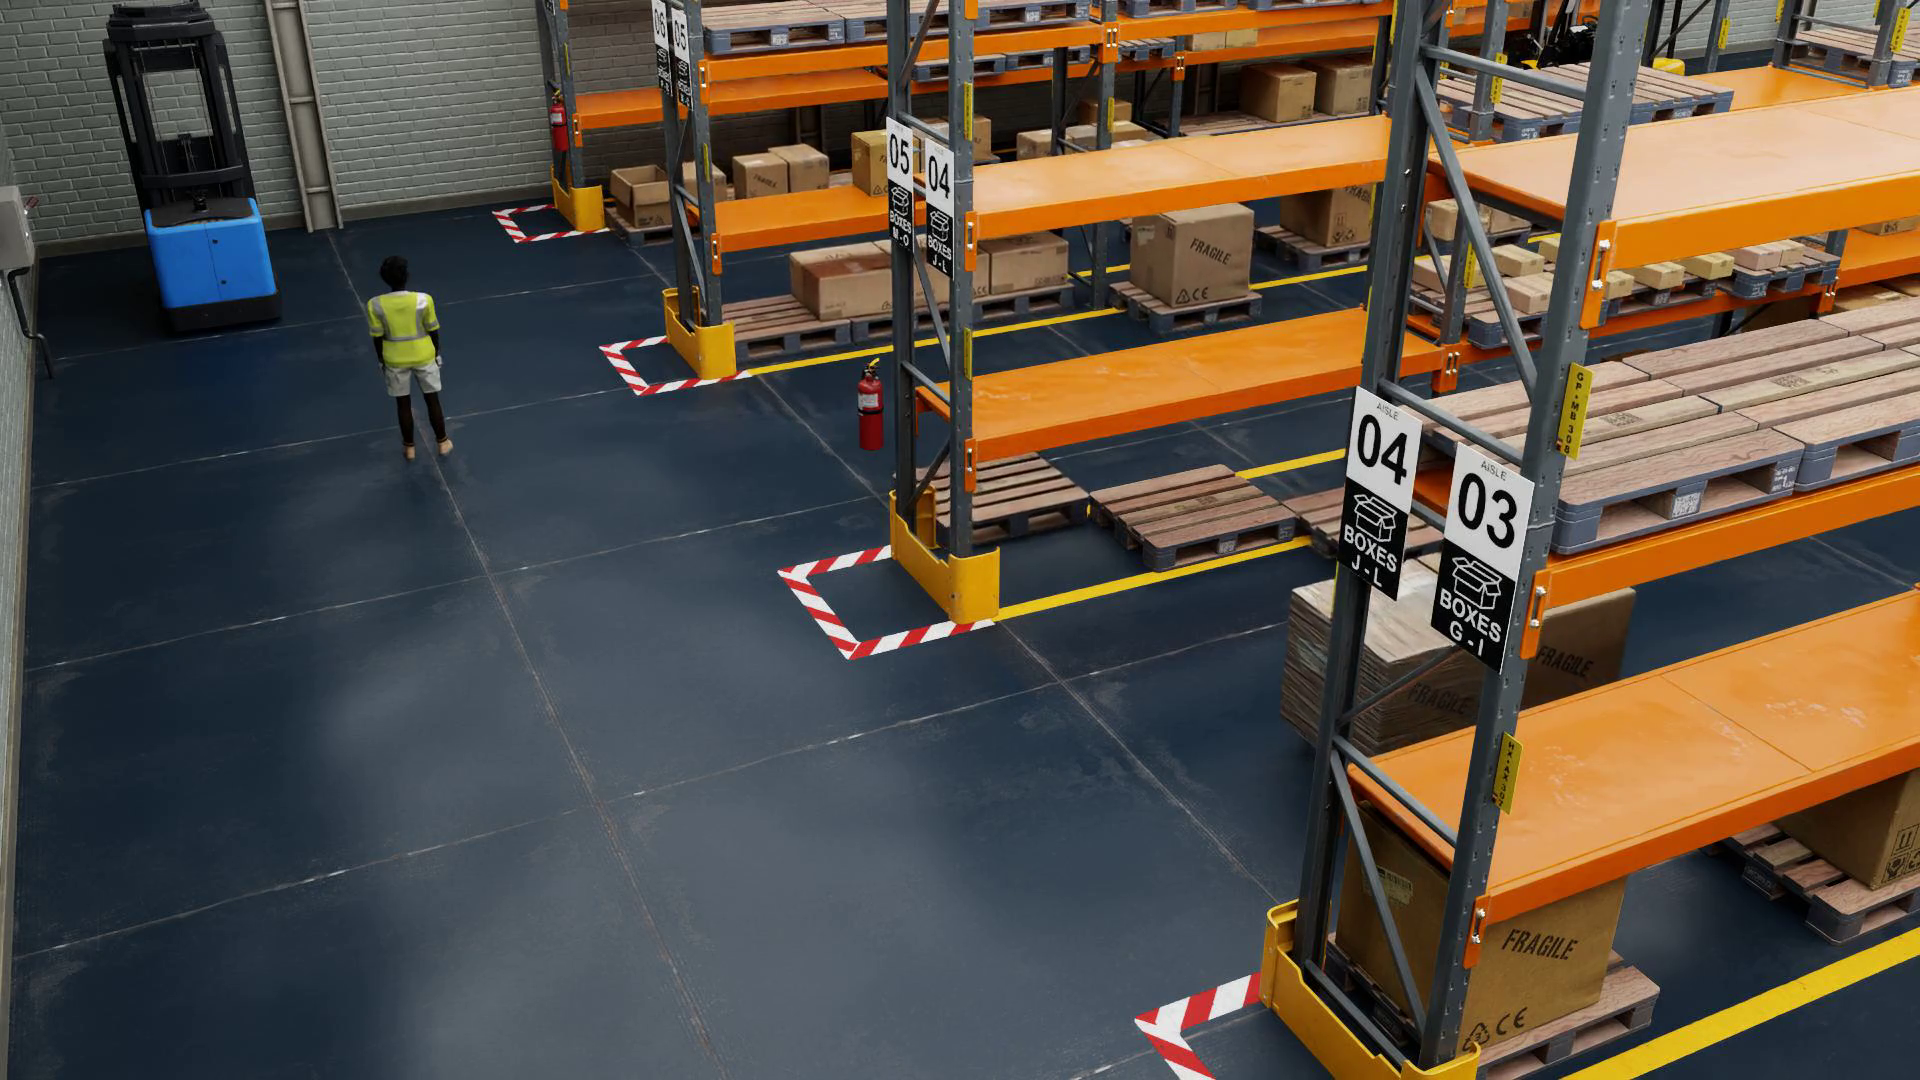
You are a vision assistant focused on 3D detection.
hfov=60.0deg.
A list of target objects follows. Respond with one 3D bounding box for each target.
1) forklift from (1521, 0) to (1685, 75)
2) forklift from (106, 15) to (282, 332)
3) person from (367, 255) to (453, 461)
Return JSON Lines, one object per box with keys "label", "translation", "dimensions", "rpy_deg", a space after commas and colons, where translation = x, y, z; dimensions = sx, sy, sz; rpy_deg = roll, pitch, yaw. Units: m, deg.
{"label": "forklift", "translation": [8.950, -6.807, 23.056], "dimensions": [1.214, 2.155, 2.313], "rpy_deg": [-12, 30, -22]}
{"label": "forklift", "translation": [-7.548, -3.672, 16.323], "dimensions": [1.129, 2.768, 1.873], "rpy_deg": [-12, 30, -22]}
{"label": "person", "translation": [-4.408, -1.448, 13.319], "dimensions": [0.534, 1.698, 0.322], "rpy_deg": [-7, 28, -13]}
